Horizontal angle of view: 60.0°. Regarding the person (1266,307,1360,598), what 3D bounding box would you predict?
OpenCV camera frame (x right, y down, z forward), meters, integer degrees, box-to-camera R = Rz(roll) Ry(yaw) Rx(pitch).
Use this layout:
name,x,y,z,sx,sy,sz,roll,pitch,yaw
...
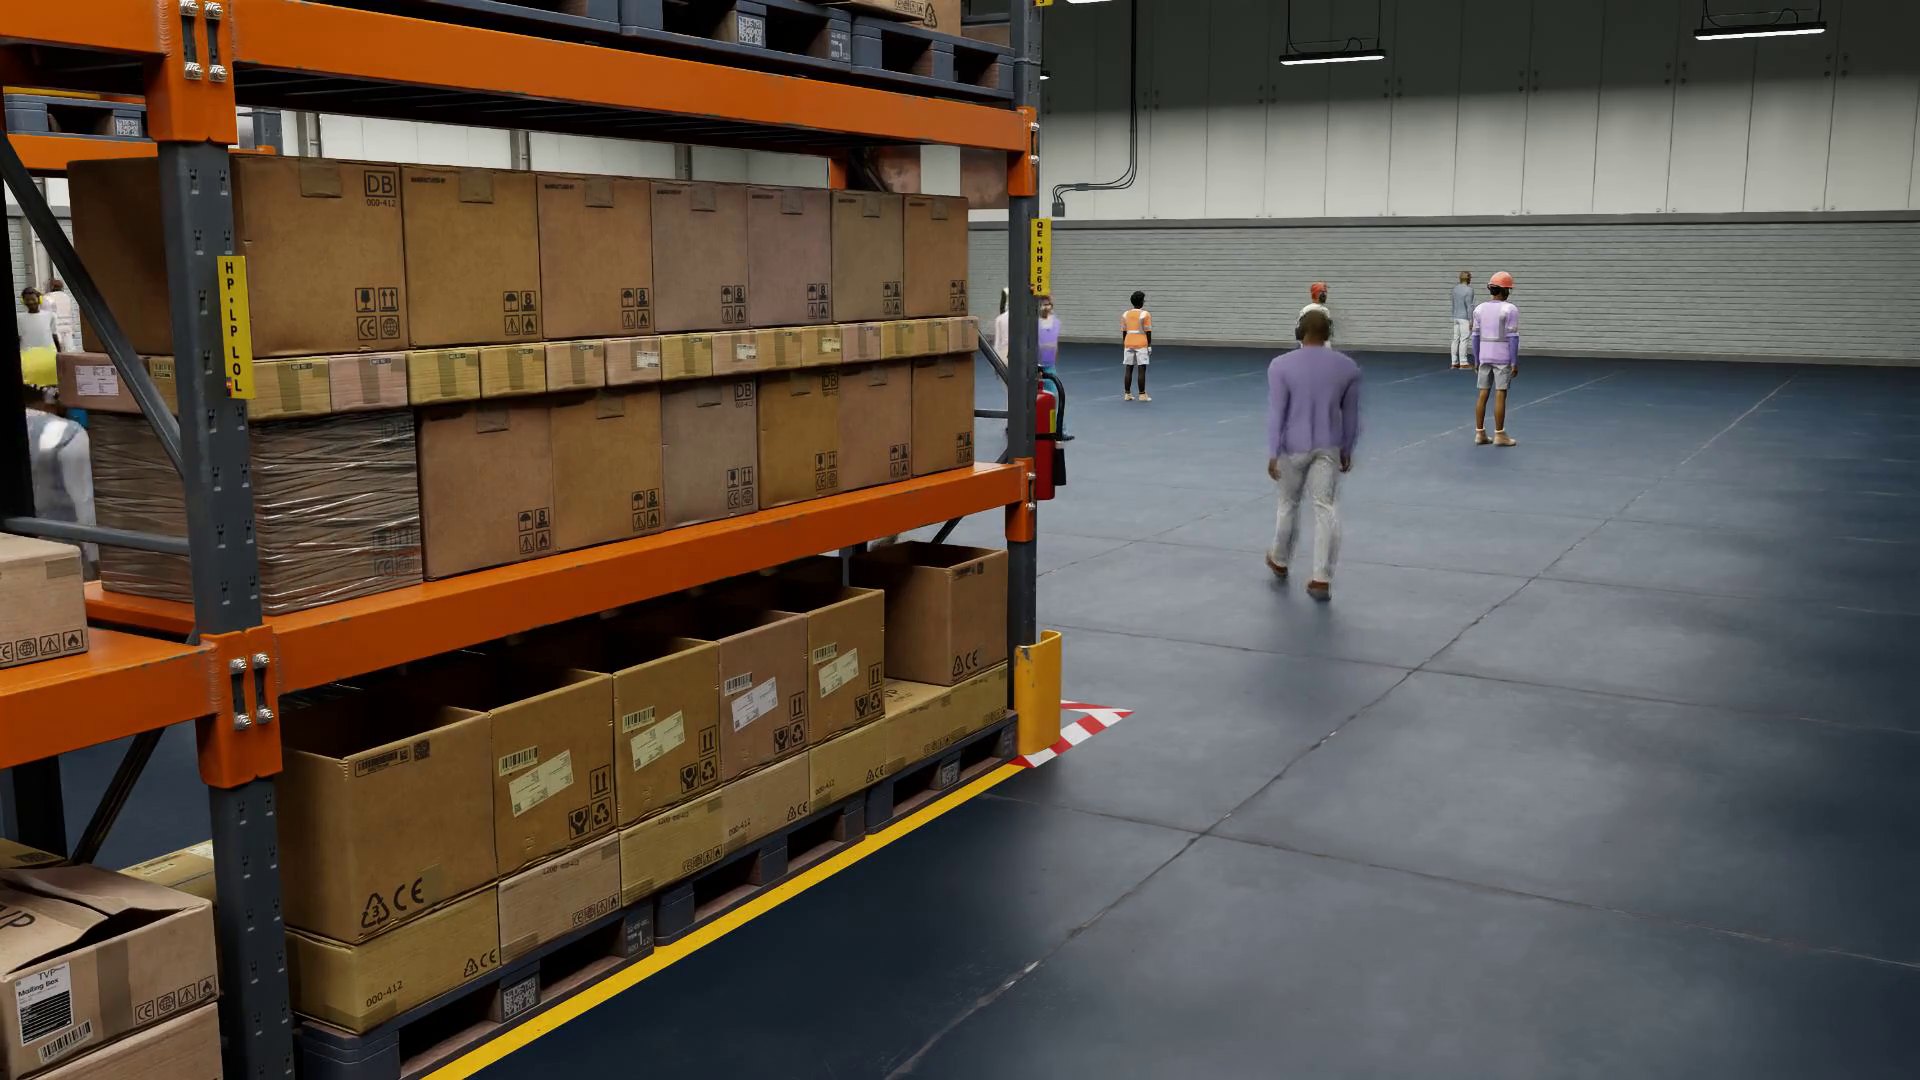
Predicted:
name,x,y,z,sx,sy,sz,roll,pitch,yaw
person,2.335,-0.604,11.124,0.653,1.880,1.028,-1,10,-4

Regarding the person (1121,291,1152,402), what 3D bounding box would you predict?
name,x,y,z,sx,sy,sz,roll,pitch,yaw
person,2.710,-2.952,25.430,0.535,1.697,0.318,8,12,38

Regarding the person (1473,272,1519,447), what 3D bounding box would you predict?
name,x,y,z,sx,sy,sz,roll,pitch,yaw
person,6.304,-2.119,19.540,0.374,2.044,0.605,-7,12,-36

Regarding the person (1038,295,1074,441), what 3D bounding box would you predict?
name,x,y,z,sx,sy,sz,roll,pitch,yaw
person,0.996,-2.090,20.158,0.599,1.793,0.931,-7,12,-36

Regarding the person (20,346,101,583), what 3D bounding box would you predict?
name,x,y,z,sx,sy,sz,roll,pitch,yaw
person,-4.230,0.019,7.689,0.598,1.817,0.536,4,10,22

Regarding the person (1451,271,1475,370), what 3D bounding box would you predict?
name,x,y,z,sx,sy,sz,roll,pitch,yaw
person,9.916,-4.325,32.760,0.372,1.940,0.631,-3,10,-18

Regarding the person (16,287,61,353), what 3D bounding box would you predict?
name,x,y,z,sx,sy,sz,roll,pitch,yaw
person,-11.409,-2.200,20.584,0.554,1.848,0.599,-5,11,-25

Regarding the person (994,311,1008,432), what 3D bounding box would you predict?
name,x,y,z,sx,sy,sz,roll,pitch,yaw
person,0.734,-2.199,20.717,0.661,1.818,1.140,4,10,22

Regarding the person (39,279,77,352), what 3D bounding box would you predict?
name,x,y,z,sx,sy,sz,roll,pitch,yaw
person,-15.785,-3.647,29.169,0.465,1.818,0.720,5,11,25

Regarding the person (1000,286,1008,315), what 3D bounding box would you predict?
name,x,y,z,sx,sy,sz,roll,pitch,yaw
person,1.254,-5.255,38.580,0.632,1.818,0.837,-3,10,-19

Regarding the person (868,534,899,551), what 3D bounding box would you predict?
name,x,y,z,sx,sy,sz,roll,pitch,yaw
person,-0.598,-0.675,12.426,0.512,1.587,0.872,4,11,23

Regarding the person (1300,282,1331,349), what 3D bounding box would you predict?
name,x,y,z,sx,sy,sz,roll,pitch,yaw
person,4.672,-2.424,21.793,0.356,1.884,0.574,-4,11,-23
